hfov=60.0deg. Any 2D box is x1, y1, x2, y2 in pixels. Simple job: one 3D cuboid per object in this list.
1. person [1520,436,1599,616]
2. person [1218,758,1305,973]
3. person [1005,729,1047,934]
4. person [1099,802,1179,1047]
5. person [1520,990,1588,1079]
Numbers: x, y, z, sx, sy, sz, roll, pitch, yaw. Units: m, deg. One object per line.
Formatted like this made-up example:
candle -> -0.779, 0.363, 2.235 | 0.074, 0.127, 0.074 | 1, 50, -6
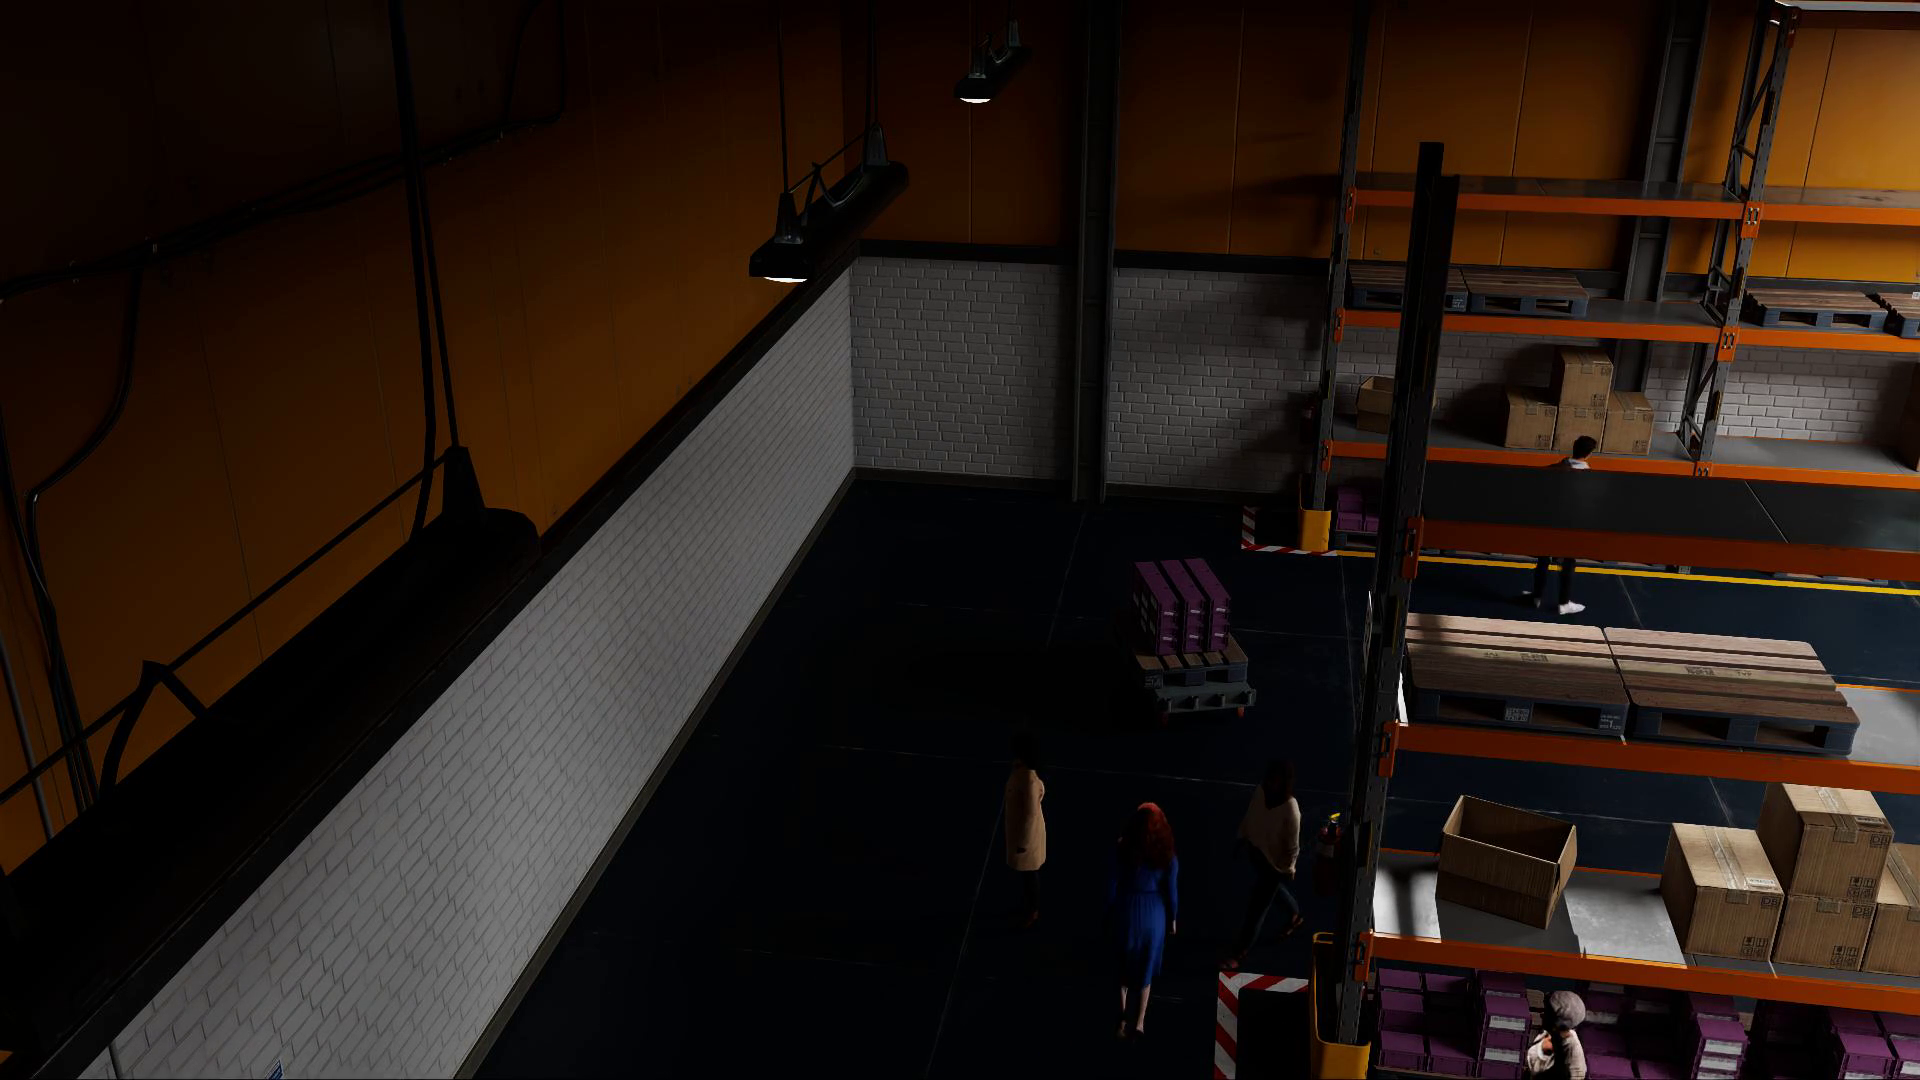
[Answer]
person -> 6.190, -0.177, 17.211 | 0.644, 1.921, 0.933 | 5, 24, 11
person -> 2.283, 2.272, 11.958 | 1.130, 1.641, 0.967 | -10, 26, -22
person -> 0.495, 2.126, 12.243 | 0.594, 1.682, 0.680 | -1, 24, -1
person -> 1.164, 2.608, 10.977 | 0.673, 1.811, 0.733 | 7, 25, 15
person -> 3.450, 3.312, 9.460 | 0.794, 1.736, 0.623 | 6, 24, 13
